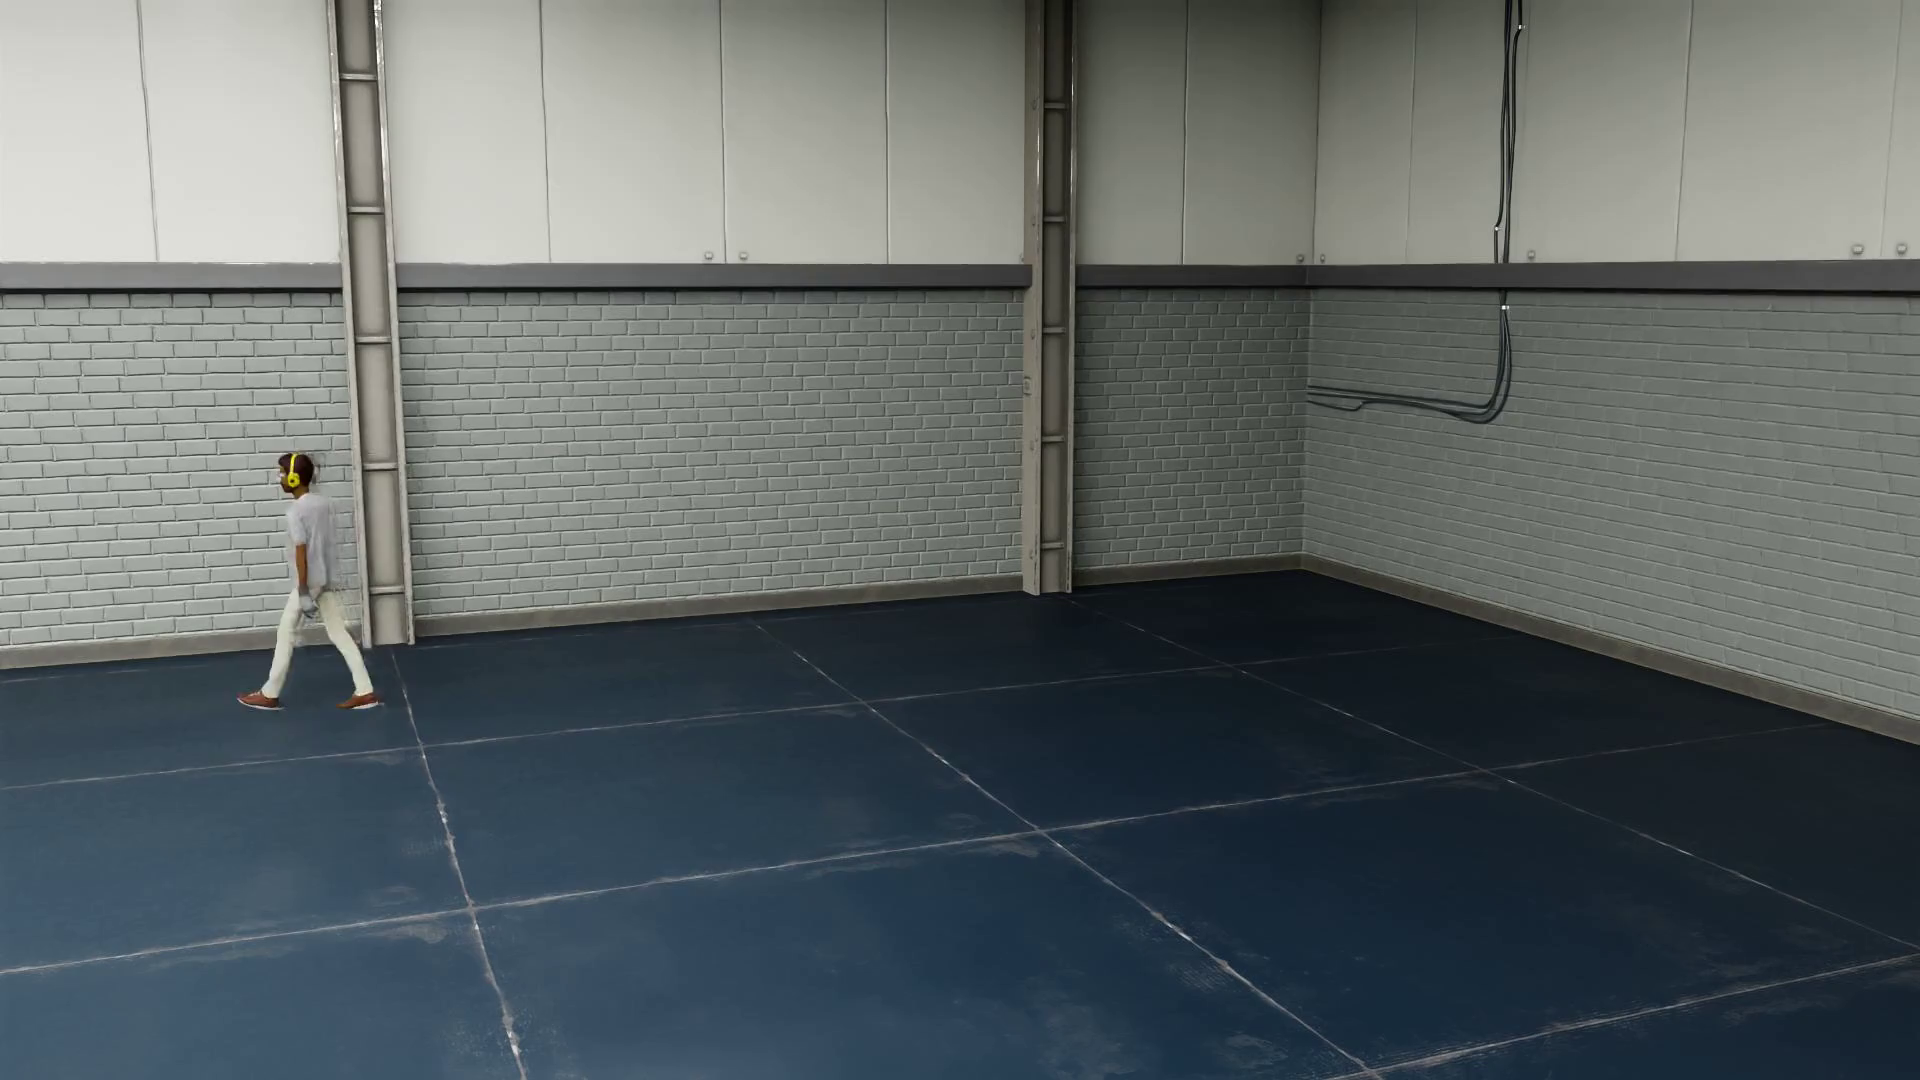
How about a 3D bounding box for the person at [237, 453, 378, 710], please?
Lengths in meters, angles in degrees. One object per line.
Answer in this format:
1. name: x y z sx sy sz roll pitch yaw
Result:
1. person: -4.539 0.299 11.543 0.983 1.821 0.512 2 9 10
